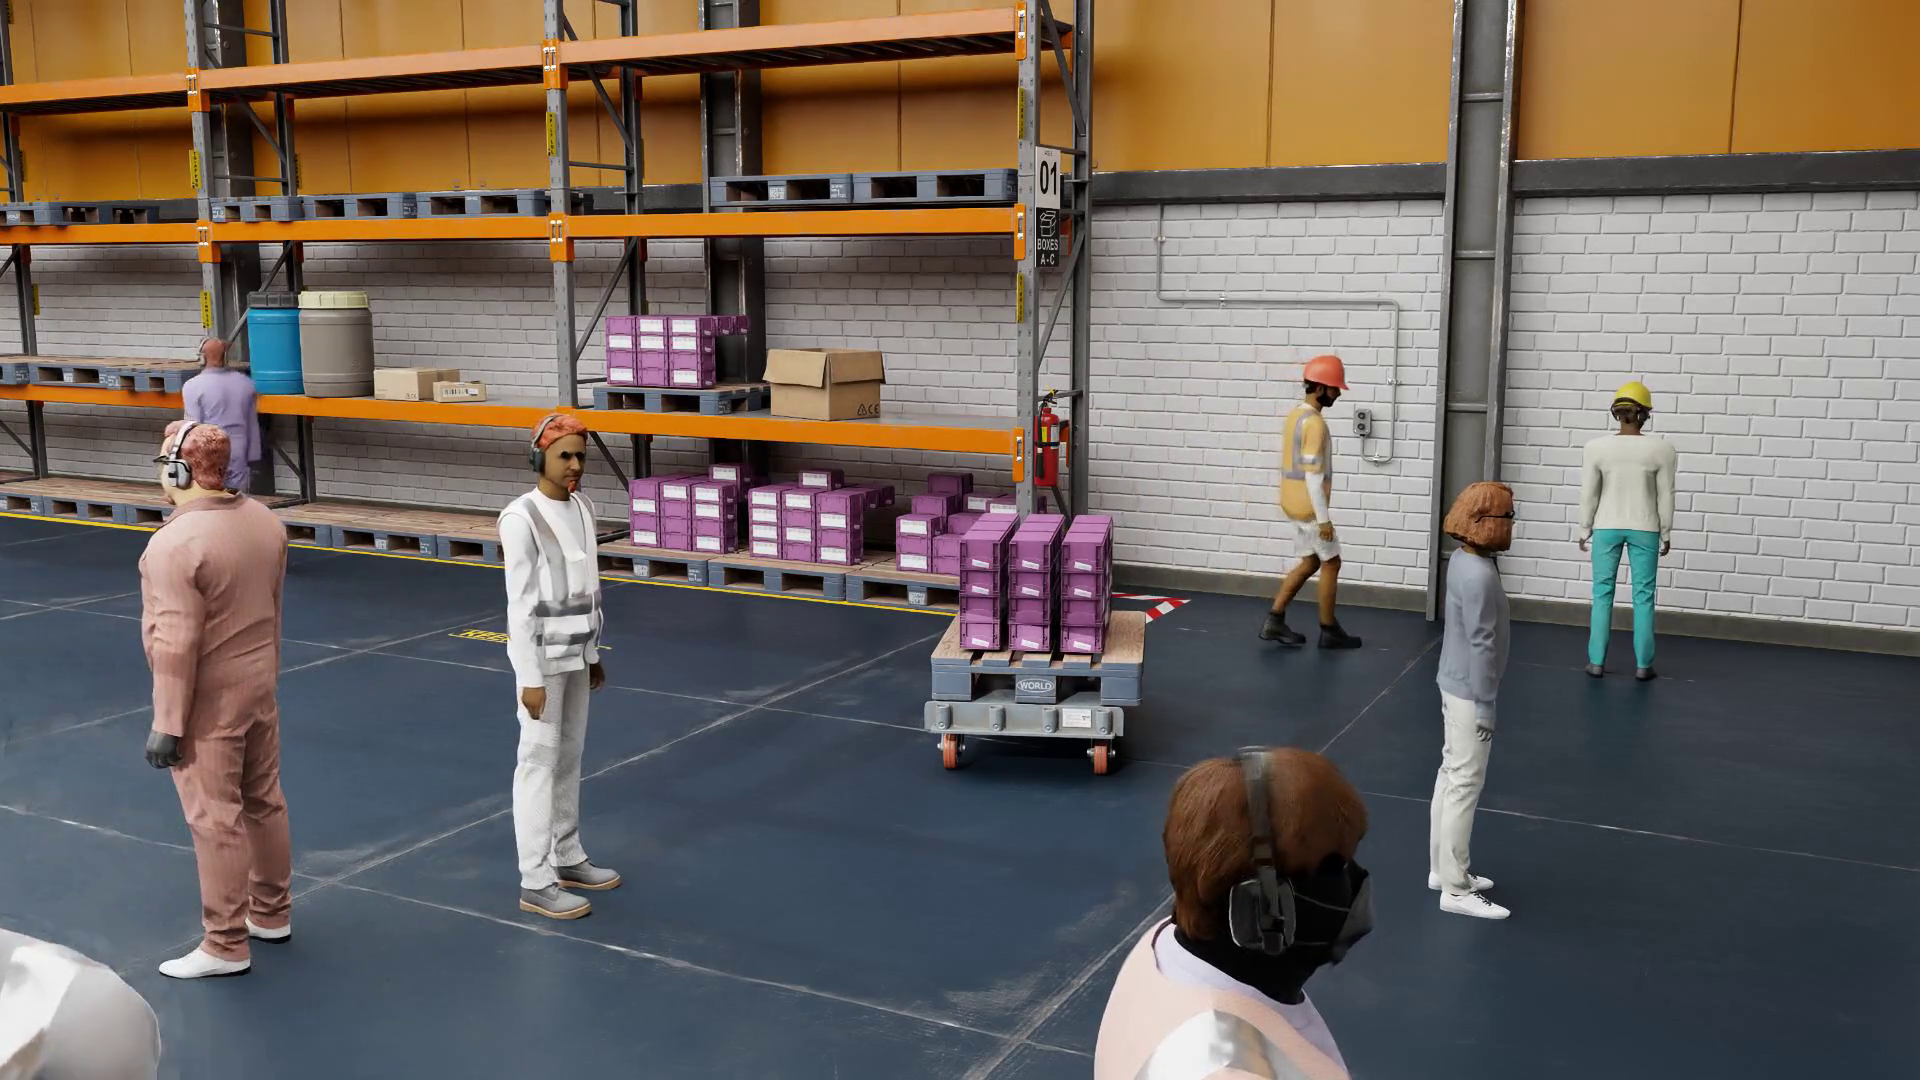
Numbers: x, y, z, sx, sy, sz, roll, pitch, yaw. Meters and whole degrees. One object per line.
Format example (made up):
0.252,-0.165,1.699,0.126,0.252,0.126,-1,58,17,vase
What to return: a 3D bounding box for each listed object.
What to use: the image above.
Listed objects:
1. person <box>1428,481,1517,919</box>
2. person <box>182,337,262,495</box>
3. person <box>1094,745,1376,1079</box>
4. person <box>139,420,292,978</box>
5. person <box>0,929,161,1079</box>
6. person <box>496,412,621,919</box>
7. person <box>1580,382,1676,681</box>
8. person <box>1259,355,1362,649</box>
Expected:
1.940,0.589,6.269,0.279,1.633,0.505,1,9,8,person
-5.849,-0.668,13.252,0.616,1.890,0.647,5,10,28,person
0.372,1.159,2.112,0.429,1.846,0.627,0,9,1,person
-2.574,0.542,5.717,0.407,1.910,0.638,1,9,9,person
-1.303,1.124,2.001,0.618,1.939,0.664,2,9,13,person
-1.515,0.461,6.292,0.362,1.883,0.575,2,10,14,person
3.925,-0.048,9.808,0.523,1.762,0.328,4,10,23,person
2.259,-0.222,10.469,0.654,1.891,0.608,0,9,-3,person
